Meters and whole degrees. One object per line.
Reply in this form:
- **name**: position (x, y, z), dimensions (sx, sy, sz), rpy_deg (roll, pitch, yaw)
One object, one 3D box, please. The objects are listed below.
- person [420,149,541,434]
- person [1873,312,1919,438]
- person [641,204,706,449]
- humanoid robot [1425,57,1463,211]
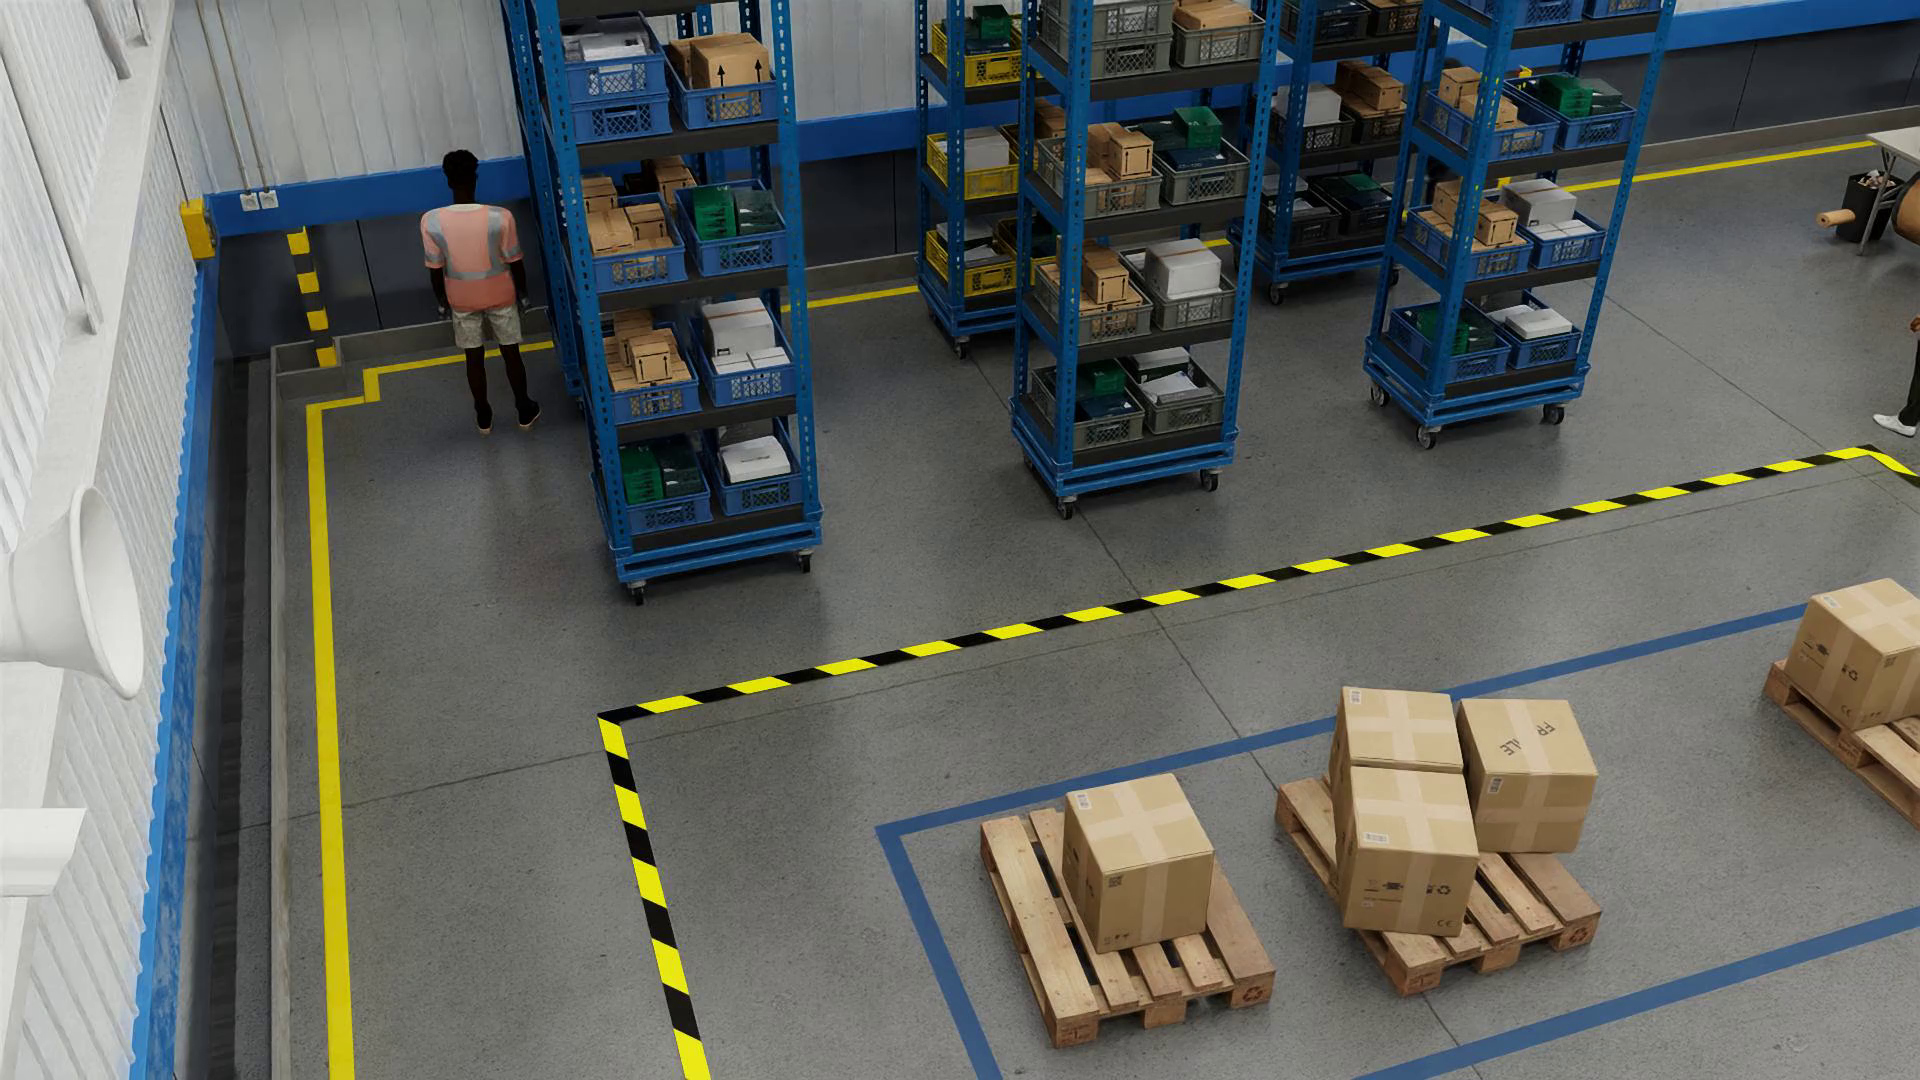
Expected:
- **person**: position (-3.115, -1.597, 10.847), dimensions (0.613, 1.963, 0.361), rpy_deg (-5, 36, -7)
- **person**: position (6.482, -1.540, 10.865), dimensions (0.596, 1.851, 0.384), rpy_deg (-13, 37, -17)
- **person**: position (-1.796, -1.220, 10.375), dimensions (0.994, 1.899, 0.628), rpy_deg (14, 37, 18)
- **humanoid robot**: position (3.796, -2.957, 13.024), dimensions (0.386, 1.643, 0.591), rpy_deg (0, 35, -1)
